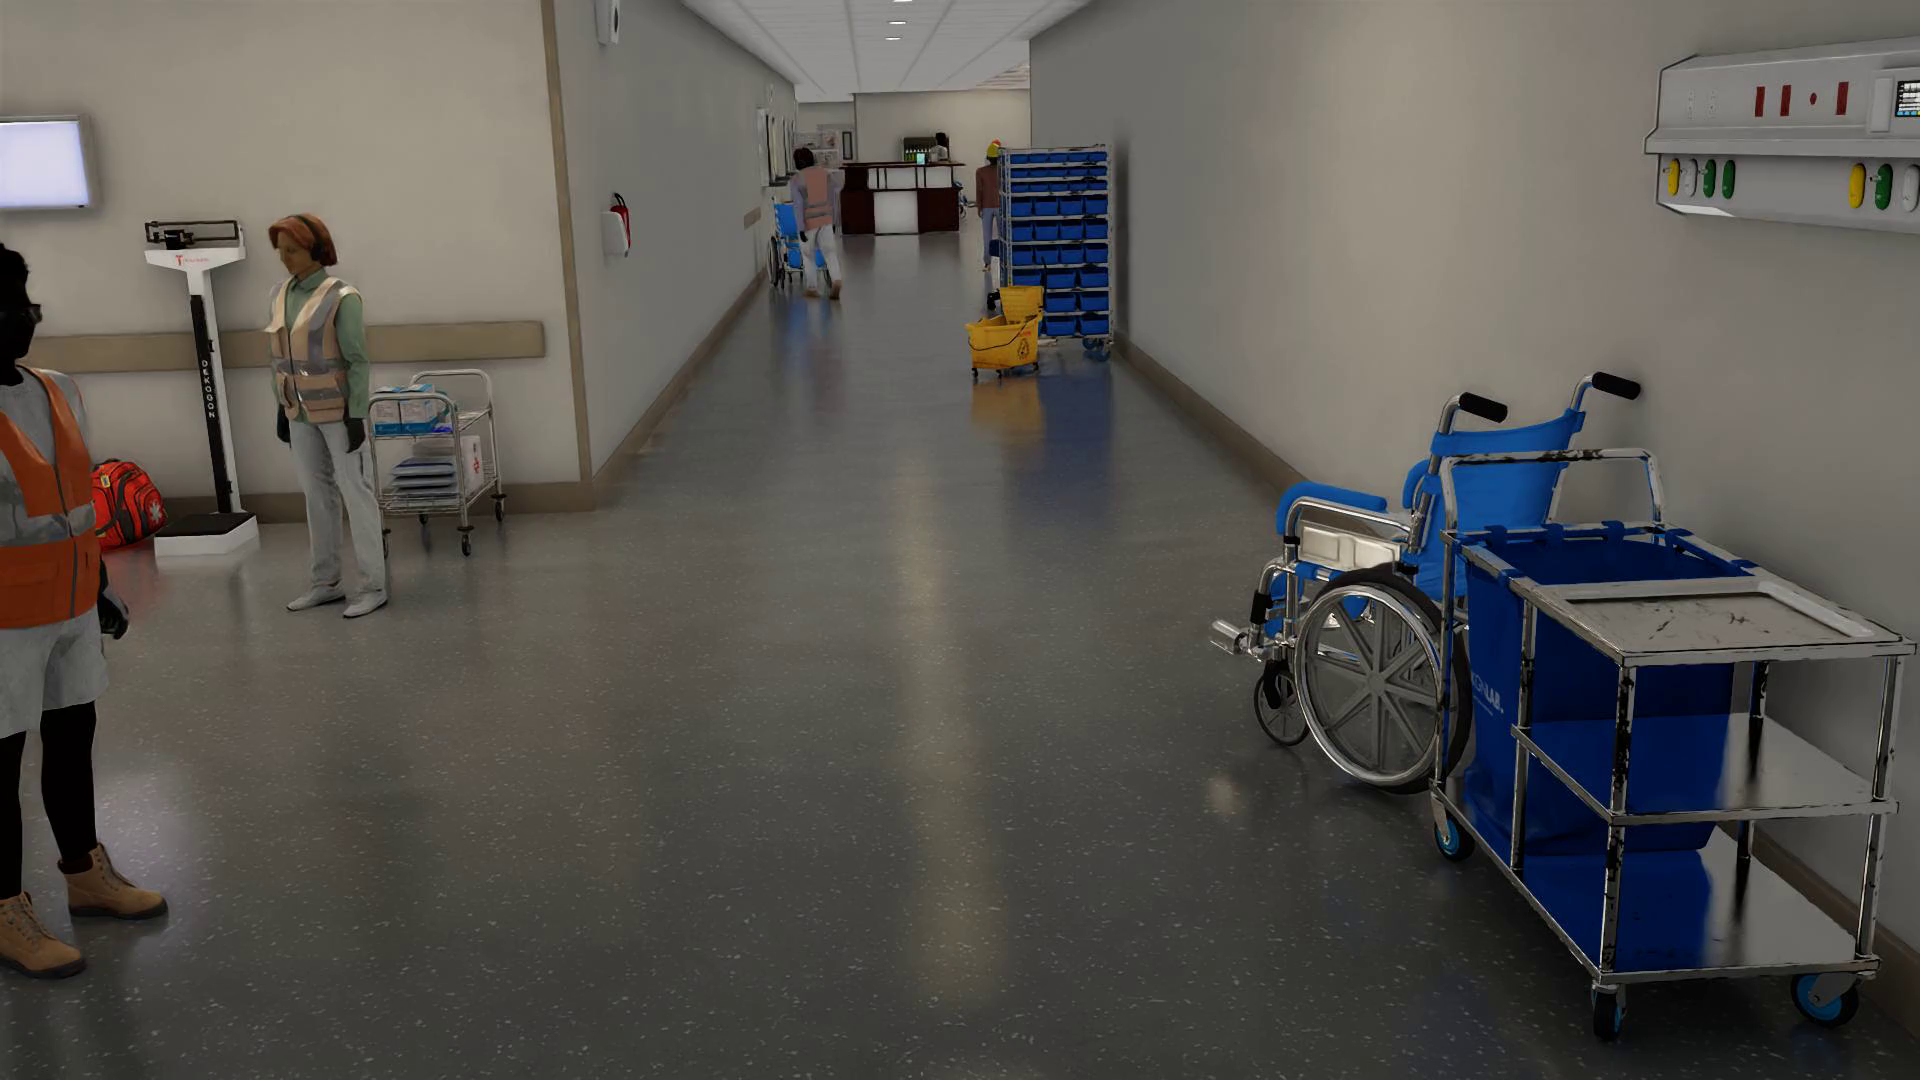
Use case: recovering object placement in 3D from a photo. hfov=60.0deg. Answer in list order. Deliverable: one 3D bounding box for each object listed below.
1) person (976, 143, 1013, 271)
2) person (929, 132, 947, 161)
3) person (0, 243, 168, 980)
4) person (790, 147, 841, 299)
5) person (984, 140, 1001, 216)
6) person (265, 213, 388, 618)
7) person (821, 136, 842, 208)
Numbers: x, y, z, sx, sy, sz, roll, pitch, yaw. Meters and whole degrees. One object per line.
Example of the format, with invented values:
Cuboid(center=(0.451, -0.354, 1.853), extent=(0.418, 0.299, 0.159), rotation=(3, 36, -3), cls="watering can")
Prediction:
Cuboid(center=(0.481, -4.605, 23.071), extent=(0.517, 1.752, 0.374), rotation=(0, 14, 9), cls="person")
Cuboid(center=(-0.483, -8.914, 40.435), extent=(0.371, 1.963, 0.608), rotation=(-13, 17, -38), cls="person")
Cuboid(center=(-2.183, 0.161, 3.896), extent=(0.321, 1.697, 0.529), rotation=(2, 14, 13), cls="person")
Cuboid(center=(-1.699, -3.743, 19.701), extent=(0.634, 1.796, 0.900), rotation=(-9, 16, -29), cls="person")
Cuboid(center=(0.828, -8.380, 38.544), extent=(0.564, 1.743, 0.352), rotation=(-14, 18, -41), cls="person")
Cuboid(center=(-2.594, -0.500, 6.787), extent=(0.511, 1.638, 0.307), rotation=(6, 15, 27), cls="person")
Cuboid(center=(-3.419, -9.585, 43.577), extent=(0.634, 1.952, 0.810), rotation=(-12, 17, -38), cls="person")
